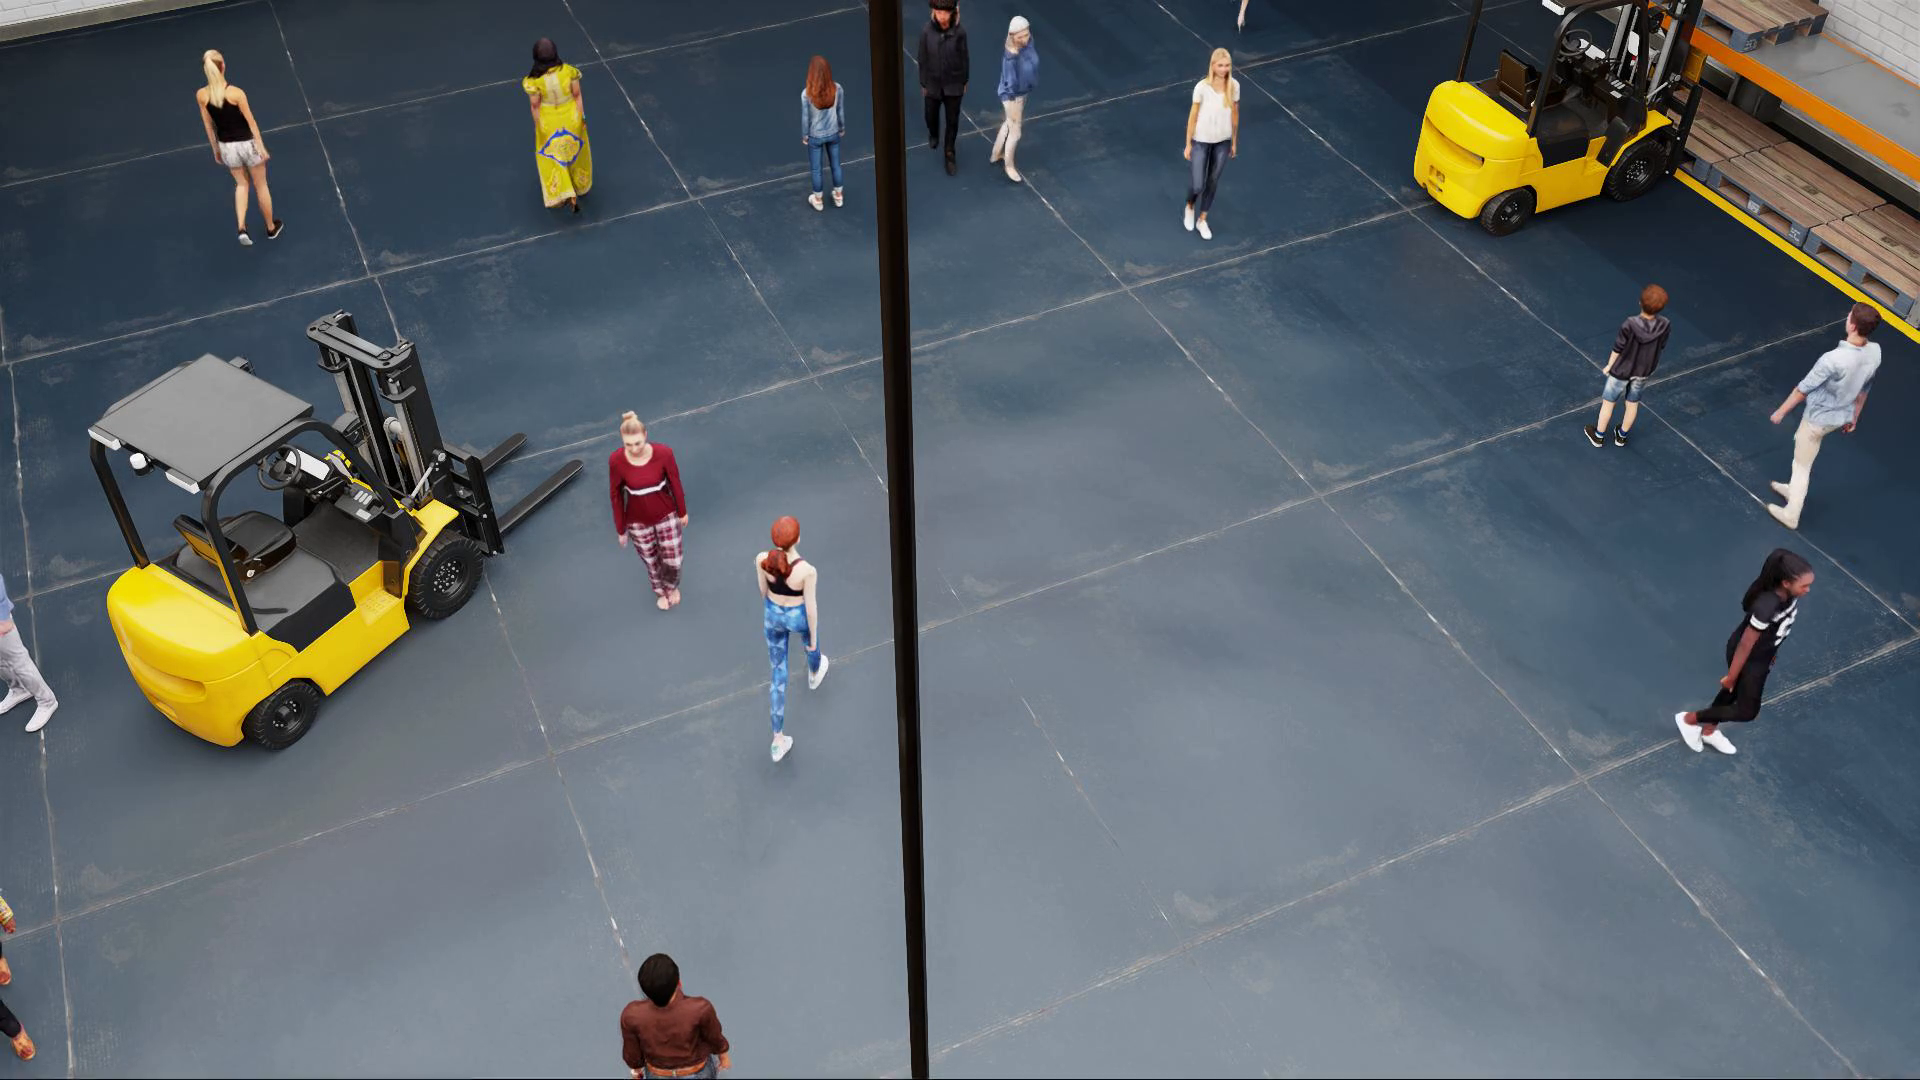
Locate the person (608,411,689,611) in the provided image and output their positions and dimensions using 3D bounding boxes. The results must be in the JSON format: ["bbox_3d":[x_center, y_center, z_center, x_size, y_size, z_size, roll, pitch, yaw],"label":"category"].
[{"bbox_3d":[-2.099,-0.210,11.302,0.705,1.686,0.693,-8,44,-8],"label":"person"}]

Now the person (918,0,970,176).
[{"bbox_3d":[-0.156,-4.332,15.570,0.805,1.766,0.971,-3,44,-3],"label":"person"}]

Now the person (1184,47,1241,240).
[{"bbox_3d":[2.178,-3.541,14.713,0.671,1.804,0.680,-9,44,-9],"label":"person"}]

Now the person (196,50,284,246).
[{"bbox_3d":[-6.311,-3.375,14.520,0.817,1.829,0.986,-1,44,-1],"label":"person"}]

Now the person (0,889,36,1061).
[{"bbox_3d":[-5.421,2.059,8.970,0.890,1.618,1.120,-32,52,-29],"label":"person"}]

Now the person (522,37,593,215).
[{"bbox_3d":[-3.593,-3.715,15.022,0.759,1.639,1.156,-18,47,-18],"label":"person"}]

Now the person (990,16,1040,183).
[{"bbox_3d":[0.494,-4.121,15.428,0.942,1.668,0.889,8,44,9],"label":"person"}]

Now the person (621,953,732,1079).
[{"bbox_3d":[-1.393,2.622,8.262,0.708,1.778,0.624,-5,44,-5],"label":"person"}]

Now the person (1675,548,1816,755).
[{"bbox_3d":[4.824,0.693,10.324,0.804,1.726,0.756,25,49,24],"label":"person"}]

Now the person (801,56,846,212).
[{"bbox_3d":[-1.237,-3.699,15.118,0.557,1.474,0.484,-16,46,-16],"label":"person"}]

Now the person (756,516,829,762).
[{"bbox_3d":[-1.098,0.608,10.409,1.053,1.743,1.236,8,44,9],"label":"person"}]

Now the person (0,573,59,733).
[{"bbox_3d":[-6.182,0.436,10.478,0.715,1.887,0.801,19,47,19],"label":"person"}]

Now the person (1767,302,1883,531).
[{"bbox_3d":[6.205,-0.808,11.827,0.686,1.827,0.693,-17,46,-17],"label":"person"}]

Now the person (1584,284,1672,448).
[{"bbox_3d":[5.101,-1.321,12.641,0.615,1.446,0.636,1,44,1],"label":"person"}]
